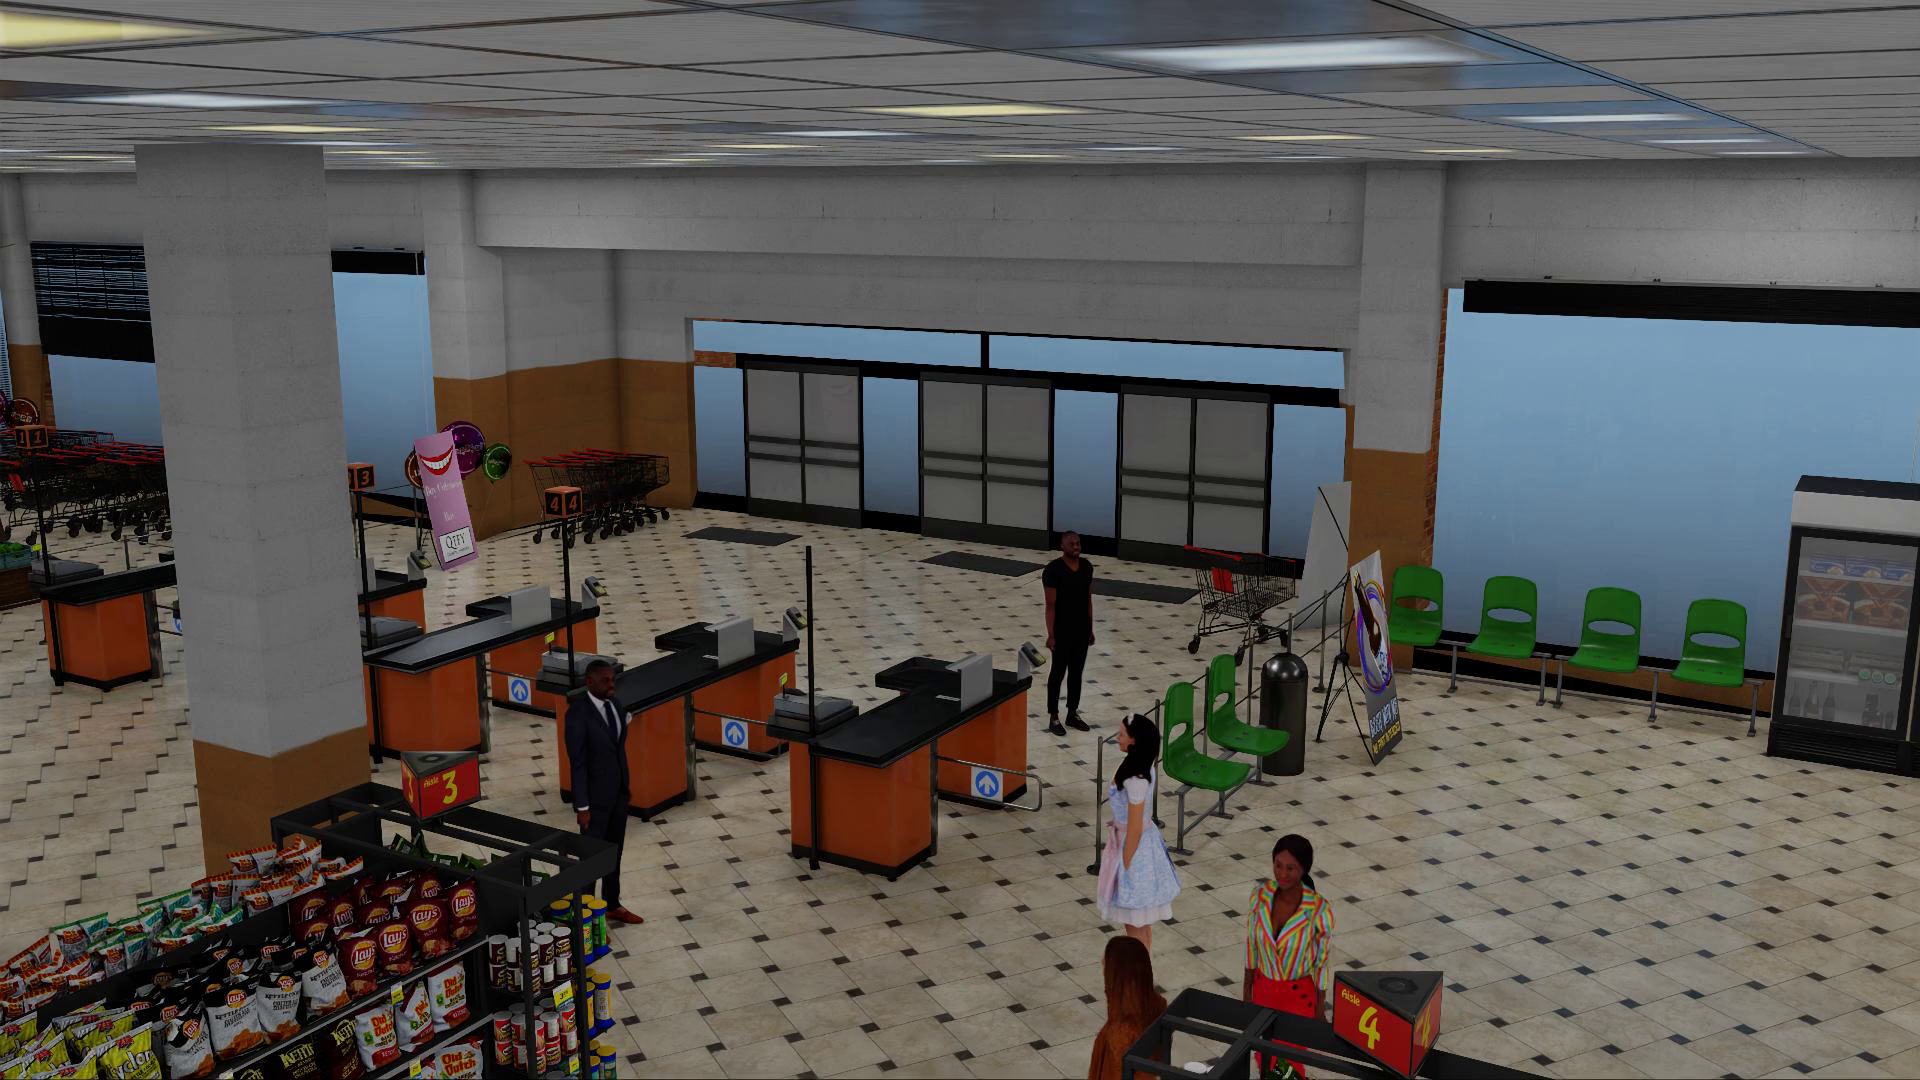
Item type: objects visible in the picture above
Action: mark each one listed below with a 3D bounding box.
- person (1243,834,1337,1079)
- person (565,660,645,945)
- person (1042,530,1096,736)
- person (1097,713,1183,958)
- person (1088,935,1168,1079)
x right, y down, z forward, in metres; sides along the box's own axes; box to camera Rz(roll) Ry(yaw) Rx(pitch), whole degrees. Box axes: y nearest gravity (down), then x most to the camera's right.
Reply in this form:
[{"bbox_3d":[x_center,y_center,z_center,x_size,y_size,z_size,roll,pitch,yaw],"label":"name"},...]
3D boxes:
[{"bbox_3d":[1.590,2.249,8.006,0.638,1.757,1.159,8,14,34],"label":"person"},{"bbox_3d":[-2.310,1.644,10.716,0.768,1.824,0.533,6,13,25],"label":"person"},{"bbox_3d":[0.965,0.802,14.725,0.672,1.819,0.806,-7,14,-30],"label":"person"},{"bbox_3d":[1.010,1.875,9.630,0.862,1.818,0.776,2,12,10],"label":"person"},{"bbox_3d":[0.810,2.510,6.967,0.758,1.675,1.069,8,14,34],"label":"person"}]
